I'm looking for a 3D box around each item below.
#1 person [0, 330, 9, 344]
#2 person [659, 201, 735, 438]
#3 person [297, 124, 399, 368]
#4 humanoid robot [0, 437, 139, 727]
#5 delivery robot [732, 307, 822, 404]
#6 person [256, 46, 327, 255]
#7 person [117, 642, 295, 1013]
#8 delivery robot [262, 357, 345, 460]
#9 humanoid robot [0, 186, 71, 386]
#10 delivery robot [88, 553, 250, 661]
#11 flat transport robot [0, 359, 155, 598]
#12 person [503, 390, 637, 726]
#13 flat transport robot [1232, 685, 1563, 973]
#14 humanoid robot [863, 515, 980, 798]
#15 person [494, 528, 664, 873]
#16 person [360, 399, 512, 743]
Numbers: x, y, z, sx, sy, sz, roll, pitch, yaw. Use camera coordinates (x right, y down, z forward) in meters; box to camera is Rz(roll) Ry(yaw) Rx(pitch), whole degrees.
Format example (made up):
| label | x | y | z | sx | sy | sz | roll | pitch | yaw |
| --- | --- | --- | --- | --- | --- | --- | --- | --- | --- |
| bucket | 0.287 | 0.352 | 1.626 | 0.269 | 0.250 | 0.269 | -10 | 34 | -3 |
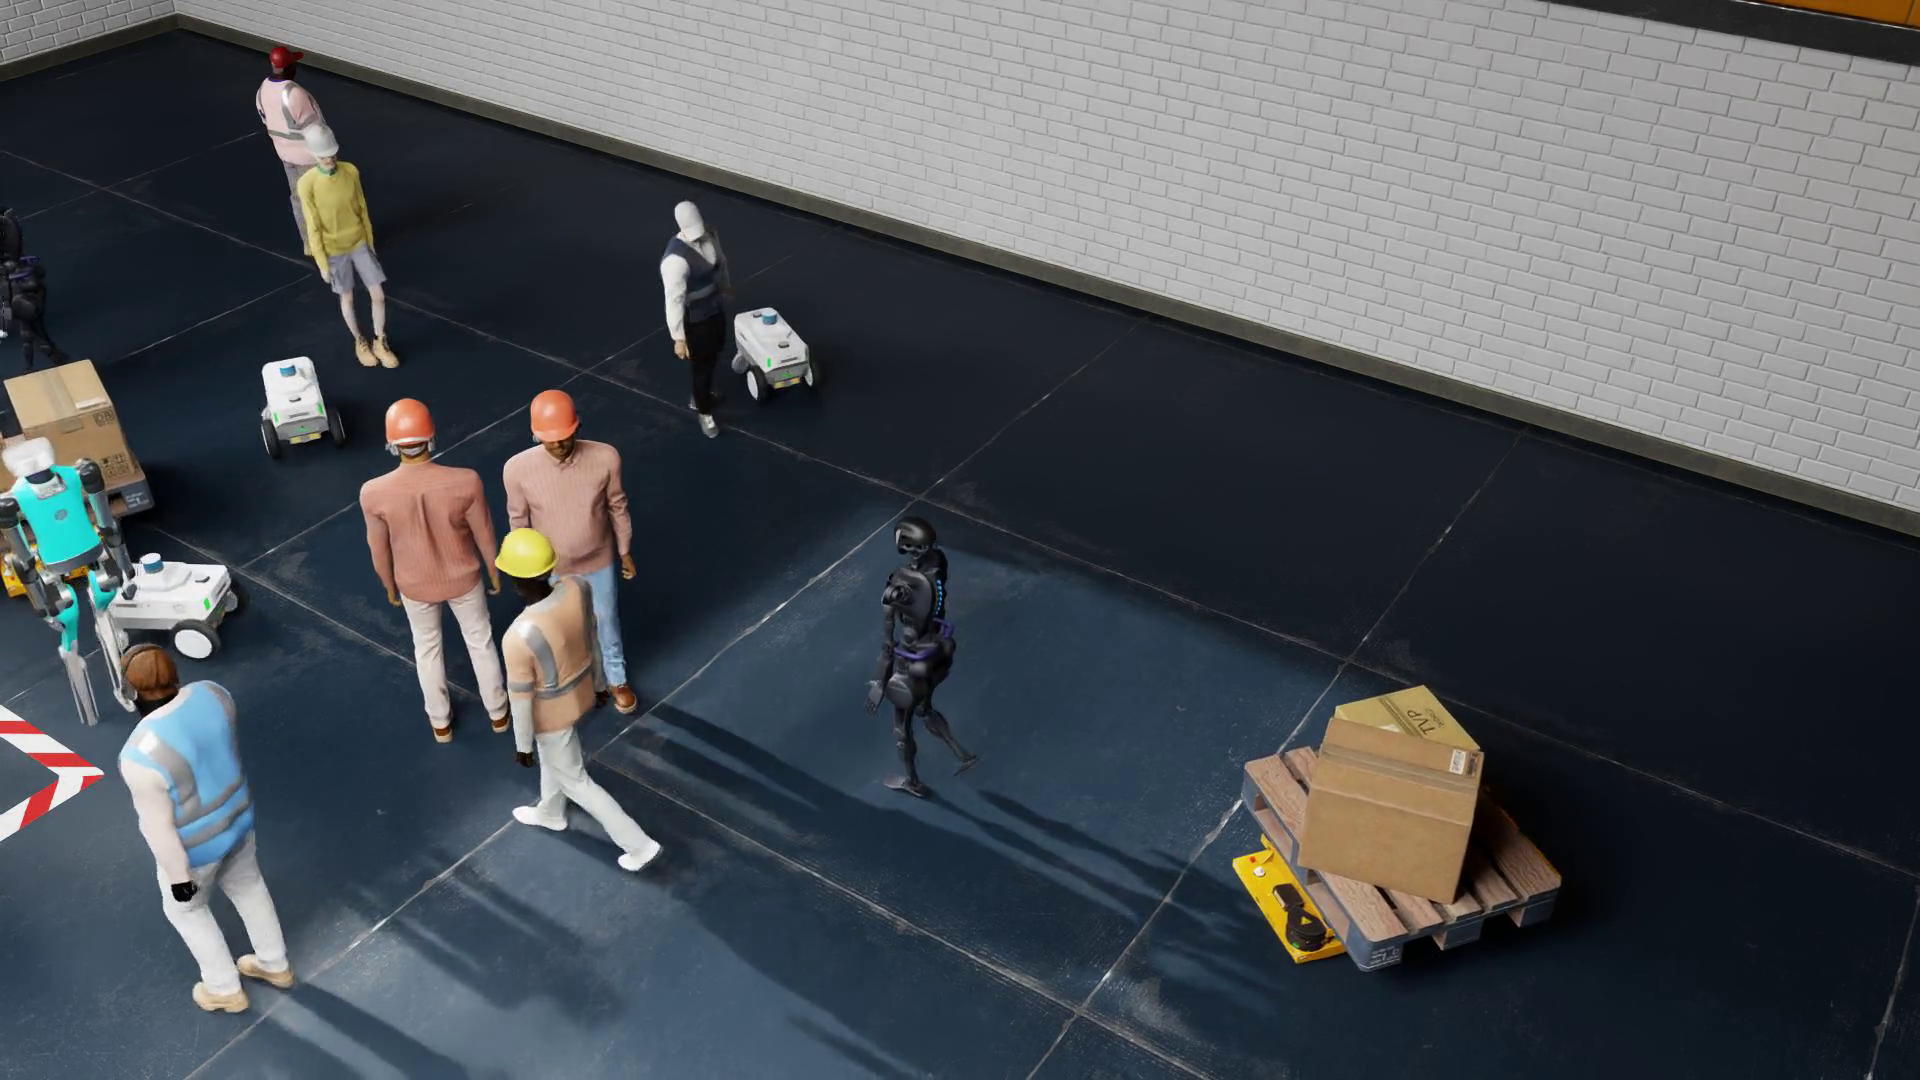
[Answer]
| label | x | y | z | sx | sy | sz | roll | pitch | yaw |
| --- | --- | --- | --- | --- | --- | --- | --- | --- | --- |
| person | -7.426 | -2.164 | 12.000 | 0.414 | 1.822 | 0.603 | -8 | 36 | -12 |
| person | -1.755 | -1.522 | 11.181 | 0.434 | 1.717 | 0.831 | 13 | 37 | 18 |
| person | -4.338 | -2.047 | 11.793 | 0.502 | 1.865 | 0.593 | -27 | 43 | -33 |
| humanoid robot | -4.658 | 0.220 | 8.726 | 0.664 | 1.860 | 0.546 | 30 | 45 | 35 |
| delivery robot | -1.349 | -1.341 | 11.948 | 0.524 | 0.614 | 0.785 | -16 | 38 | -21 |
| person | -5.279 | -3.110 | 13.412 | 0.611 | 1.755 | 0.419 | 20 | 40 | 26 |
| person | -3.235 | 1.240 | 7.160 | 0.476 | 1.802 | 0.657 | 9 | 36 | 13 |
| delivery robot | -4.524 | -0.914 | 11.337 | 0.509 | 0.614 | 0.785 | -14 | 37 | -19 |
| humanoid robot | -6.562 | -1.743 | 11.557 | 0.621 | 1.636 | 0.602 | -8 | 36 | -12 |
| delivery robot | -4.532 | 0.353 | 9.523 | 0.812 | 0.609 | 0.499 | 1 | 35 | 2 |
| flat transport robot | -5.788 | -0.158 | 10.489 | 0.659 | 0.231 | 1.431 | -21 | 40 | -27 |
| person | -1.989 | 0.094 | 8.626 | 0.611 | 1.995 | 0.387 | -11 | 37 | -16 |
| flat transport robot | 2.108 | 1.576 | 8.012 | 1.431 | 0.231 | 0.659 | -11 | 37 | -16 |
| humanoid robot | -0.176 | 0.620 | 8.147 | 0.450 | 1.652 | 0.597 | 20 | 39 | 26 |
| person | -1.836 | 0.763 | 7.757 | 0.873 | 1.897 | 0.592 | 13 | 37 | 18 |
| person | -2.662 | 0.174 | 8.524 | 0.621 | 1.985 | 0.410 | -8 | 36 | -11 |
